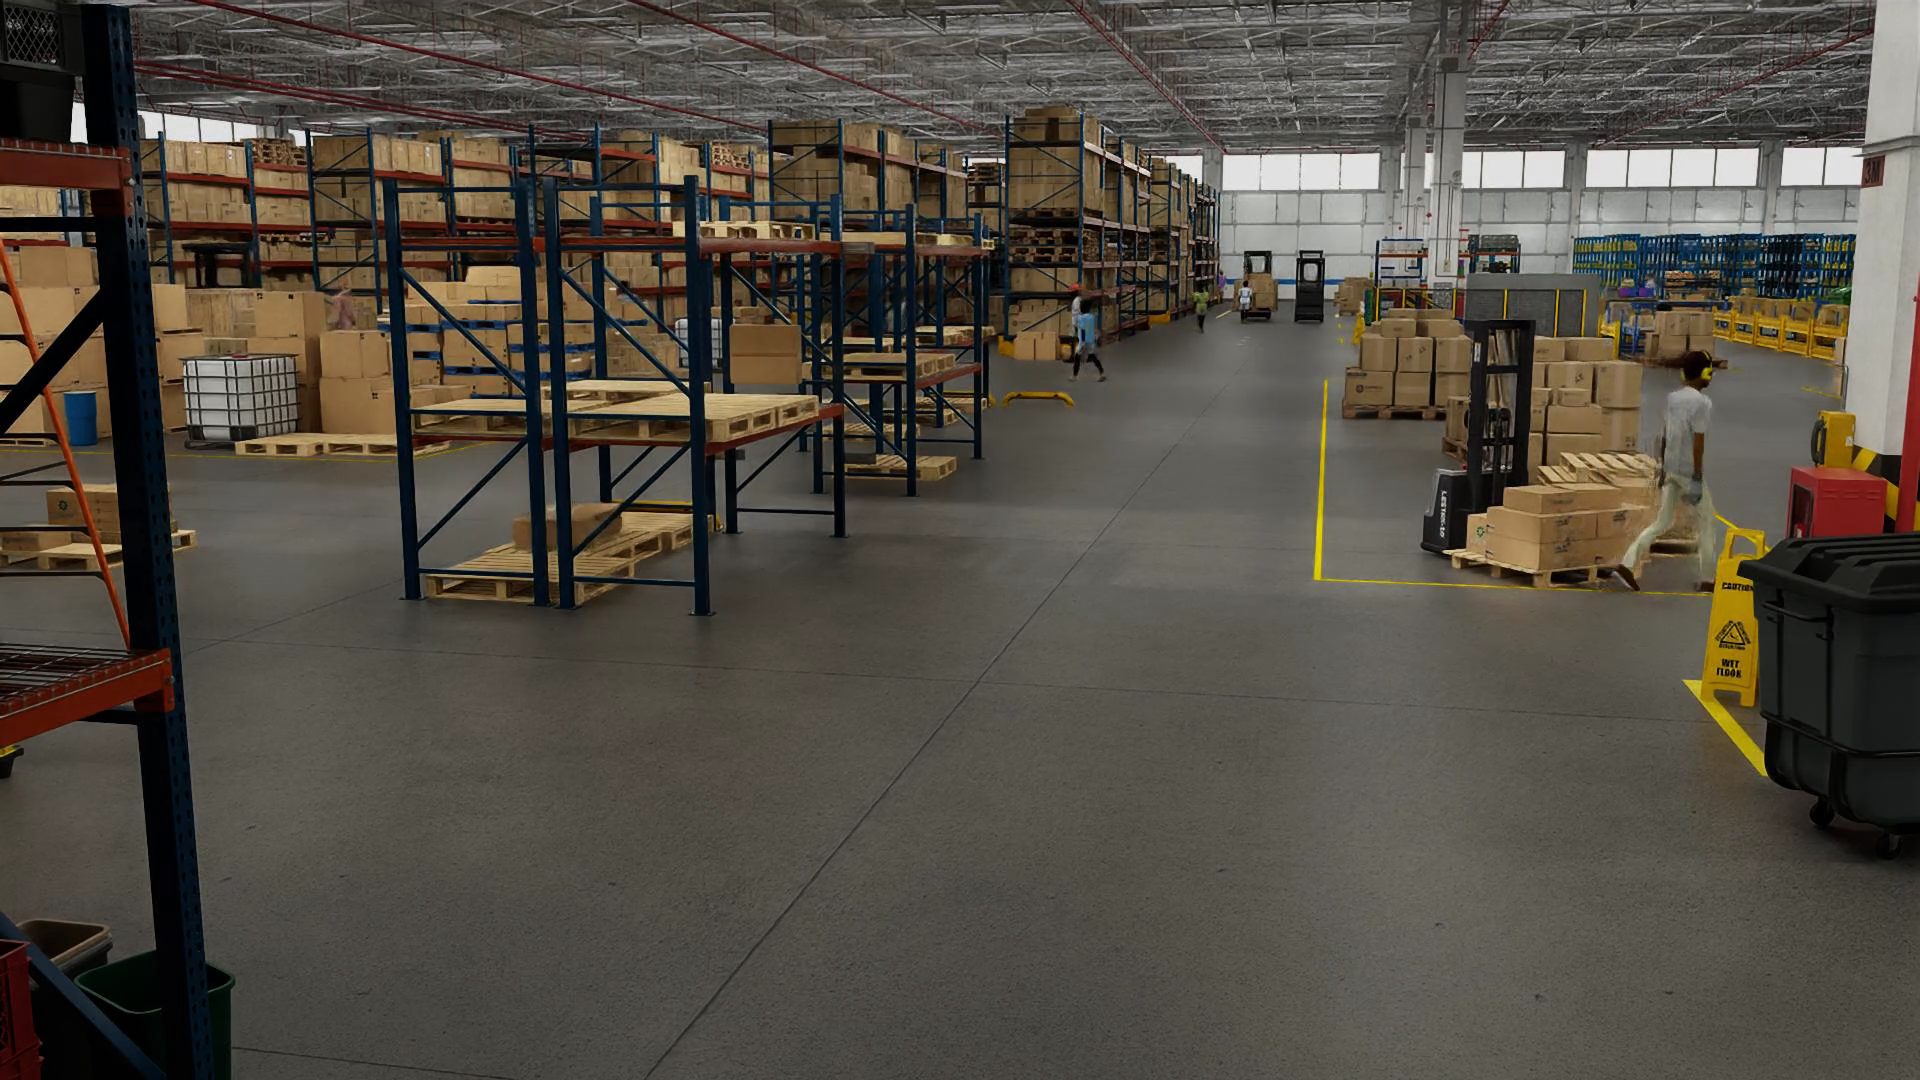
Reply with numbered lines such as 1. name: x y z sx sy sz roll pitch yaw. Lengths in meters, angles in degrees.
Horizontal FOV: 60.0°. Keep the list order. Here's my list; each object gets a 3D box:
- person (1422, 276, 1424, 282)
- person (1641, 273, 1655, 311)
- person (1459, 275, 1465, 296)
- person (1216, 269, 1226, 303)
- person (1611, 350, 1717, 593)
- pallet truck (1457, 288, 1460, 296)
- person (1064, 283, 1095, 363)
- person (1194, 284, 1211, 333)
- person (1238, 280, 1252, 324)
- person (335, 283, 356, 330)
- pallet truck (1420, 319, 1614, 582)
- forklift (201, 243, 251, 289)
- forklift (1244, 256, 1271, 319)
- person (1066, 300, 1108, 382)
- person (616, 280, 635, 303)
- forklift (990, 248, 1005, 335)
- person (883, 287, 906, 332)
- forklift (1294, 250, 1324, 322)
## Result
1. person: 20.529 -10.924 74.122 0.935 1.779 0.596 3 10 15
2. person: 30.533 -10.887 73.724 1.009 1.862 0.655 1 10 9
3. person: 19.919 -9.581 65.883 1.006 1.897 0.584 0 10 -1
4. person: 14.677 -14.259 93.518 0.580 1.913 0.660 4 10 22
5. person: 5.304 -0.495 12.291 0.935 1.822 0.545 -2 10 -13
6. pallet truck: 20.506 -9.785 68.819 0.653 1.274 1.630 2 10 12
7. person: 2.862 -5.183 39.770 0.673 1.915 0.553 3 10 16
8. person: 8.143 -7.773 55.872 0.541 1.630 0.897 -2 10 -10
9. person: 10.919 -9.117 63.749 0.536 1.678 0.567 2 10 11
10. person: -16.029 -5.762 43.337 0.969 1.867 0.656 1 10 5
11. pallet truck: 4.543 -0.757 13.299 0.823 1.965 1.885 -4 10 -22
12. forklift: -15.726 -5.007 35.859 1.129 2.768 1.873 0 10 -2
13. forklift: 12.329 -10.575 68.829 1.129 2.768 1.873 2 10 12
14. person: 2.616 -4.029 33.683 0.847 1.663 0.542 6 11 30
15. person: -8.524 -5.544 41.800 0.818 1.936 0.641 7 12 36
16. forklift: 1.421 -7.802 52.407 1.129 2.768 1.873 2 10 12
17. person: -1.352 -4.290 34.499 0.455 1.904 0.585 -8 13 -41
18. forklift: 13.778 -10.002 65.433 1.129 2.768 1.873 2 10 12
